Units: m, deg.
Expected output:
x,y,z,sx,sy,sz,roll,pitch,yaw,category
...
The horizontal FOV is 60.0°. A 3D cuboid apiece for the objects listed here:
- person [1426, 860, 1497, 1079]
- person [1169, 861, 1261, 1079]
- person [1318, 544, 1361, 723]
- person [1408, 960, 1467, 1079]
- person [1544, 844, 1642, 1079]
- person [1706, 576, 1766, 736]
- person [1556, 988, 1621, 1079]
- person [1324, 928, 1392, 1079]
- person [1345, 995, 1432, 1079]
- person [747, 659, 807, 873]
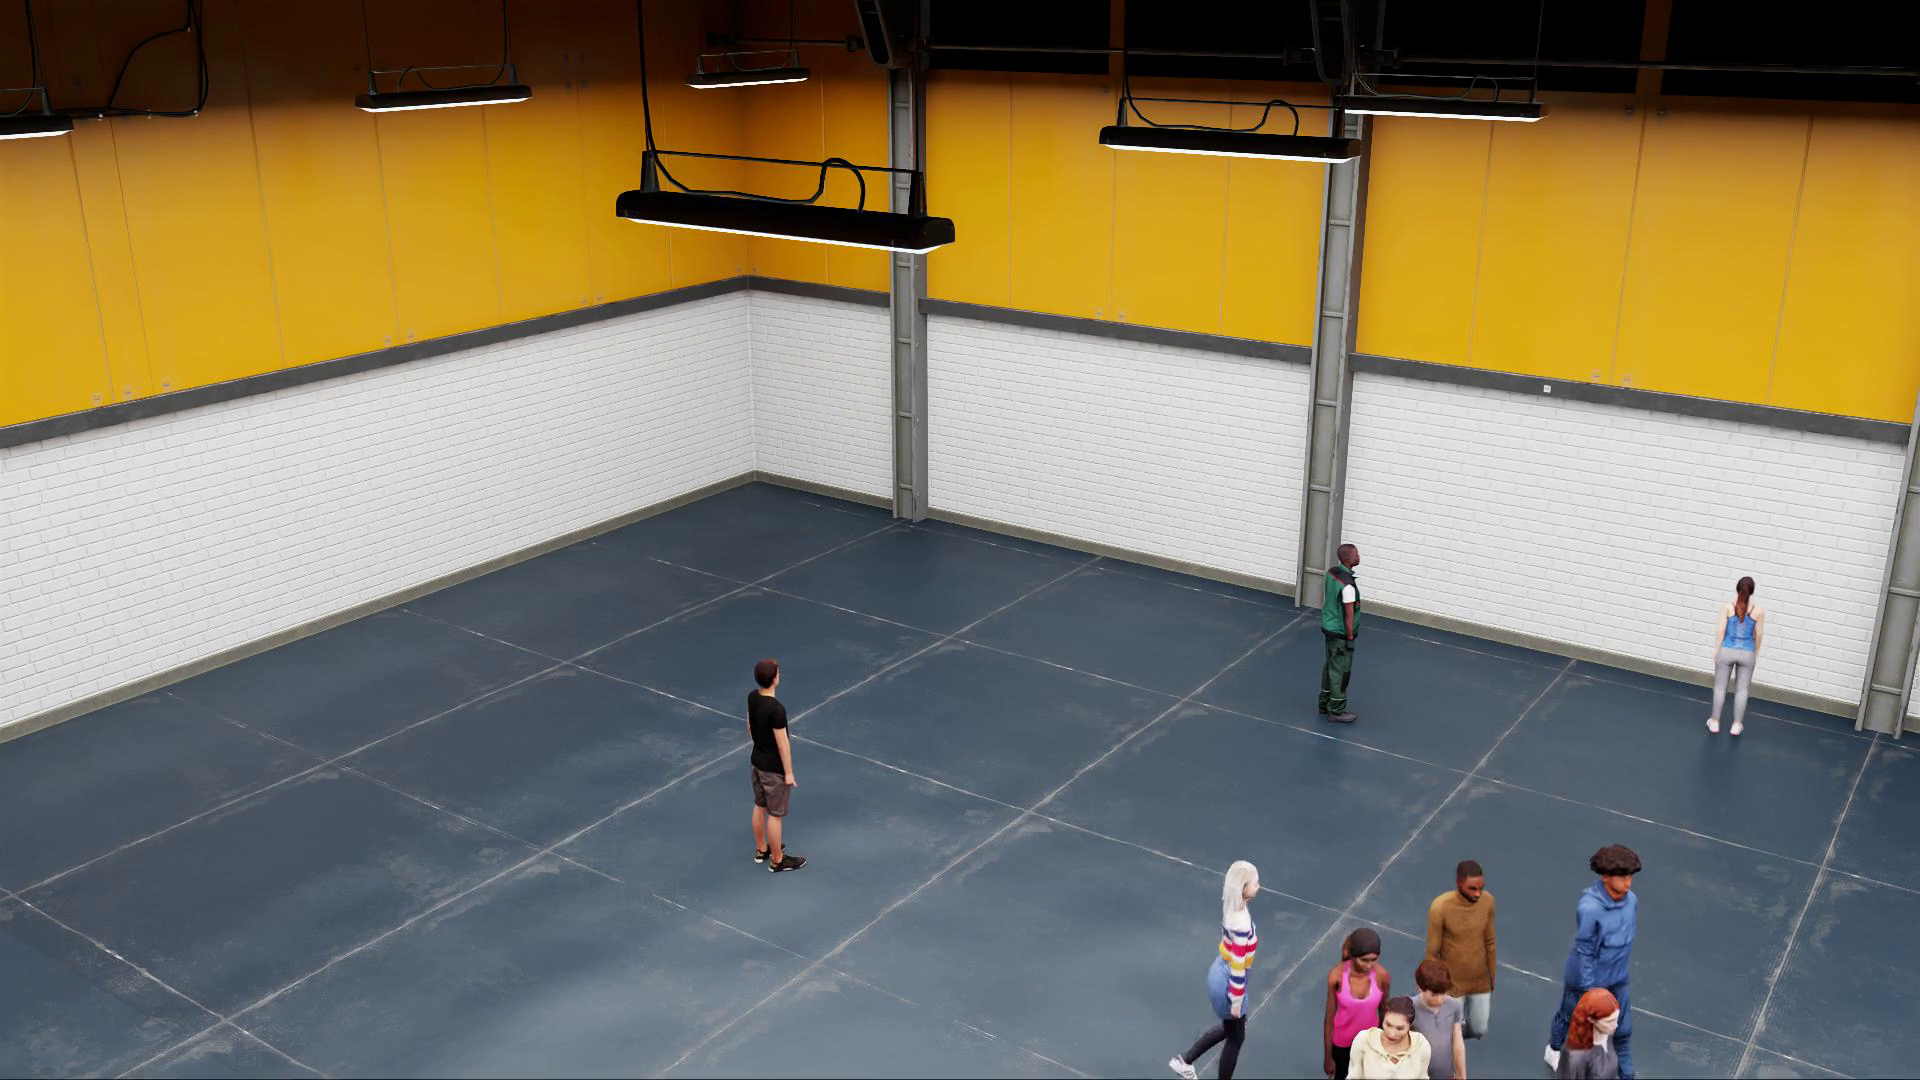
x,y,z,sx,sy,sz,roll,pitch,yaw,category
3.233,2.827,10.905,0.889,1.798,0.949,-5,19,-15,person
1.666,2.868,10.783,0.947,1.798,0.878,1,19,3,person
3.784,0.904,16.552,0.833,1.839,0.772,-3,19,-10,person
2.785,3.218,10.005,0.985,1.633,1.077,-5,19,-14,person
4.144,2.809,10.994,1.051,1.777,1.191,-6,20,-18,person
7.590,1.122,16.268,0.534,1.608,0.673,7,20,19,person
3.487,3.296,9.571,0.658,1.762,0.633,-18,25,-42,person
2.437,3.091,10.338,1.109,1.660,0.921,3,19,9,person
2.457,3.339,9.646,0.663,1.632,0.783,2,19,6,person
-1.578,1.838,13.742,0.808,1.862,0.628,-14,23,-35,person
